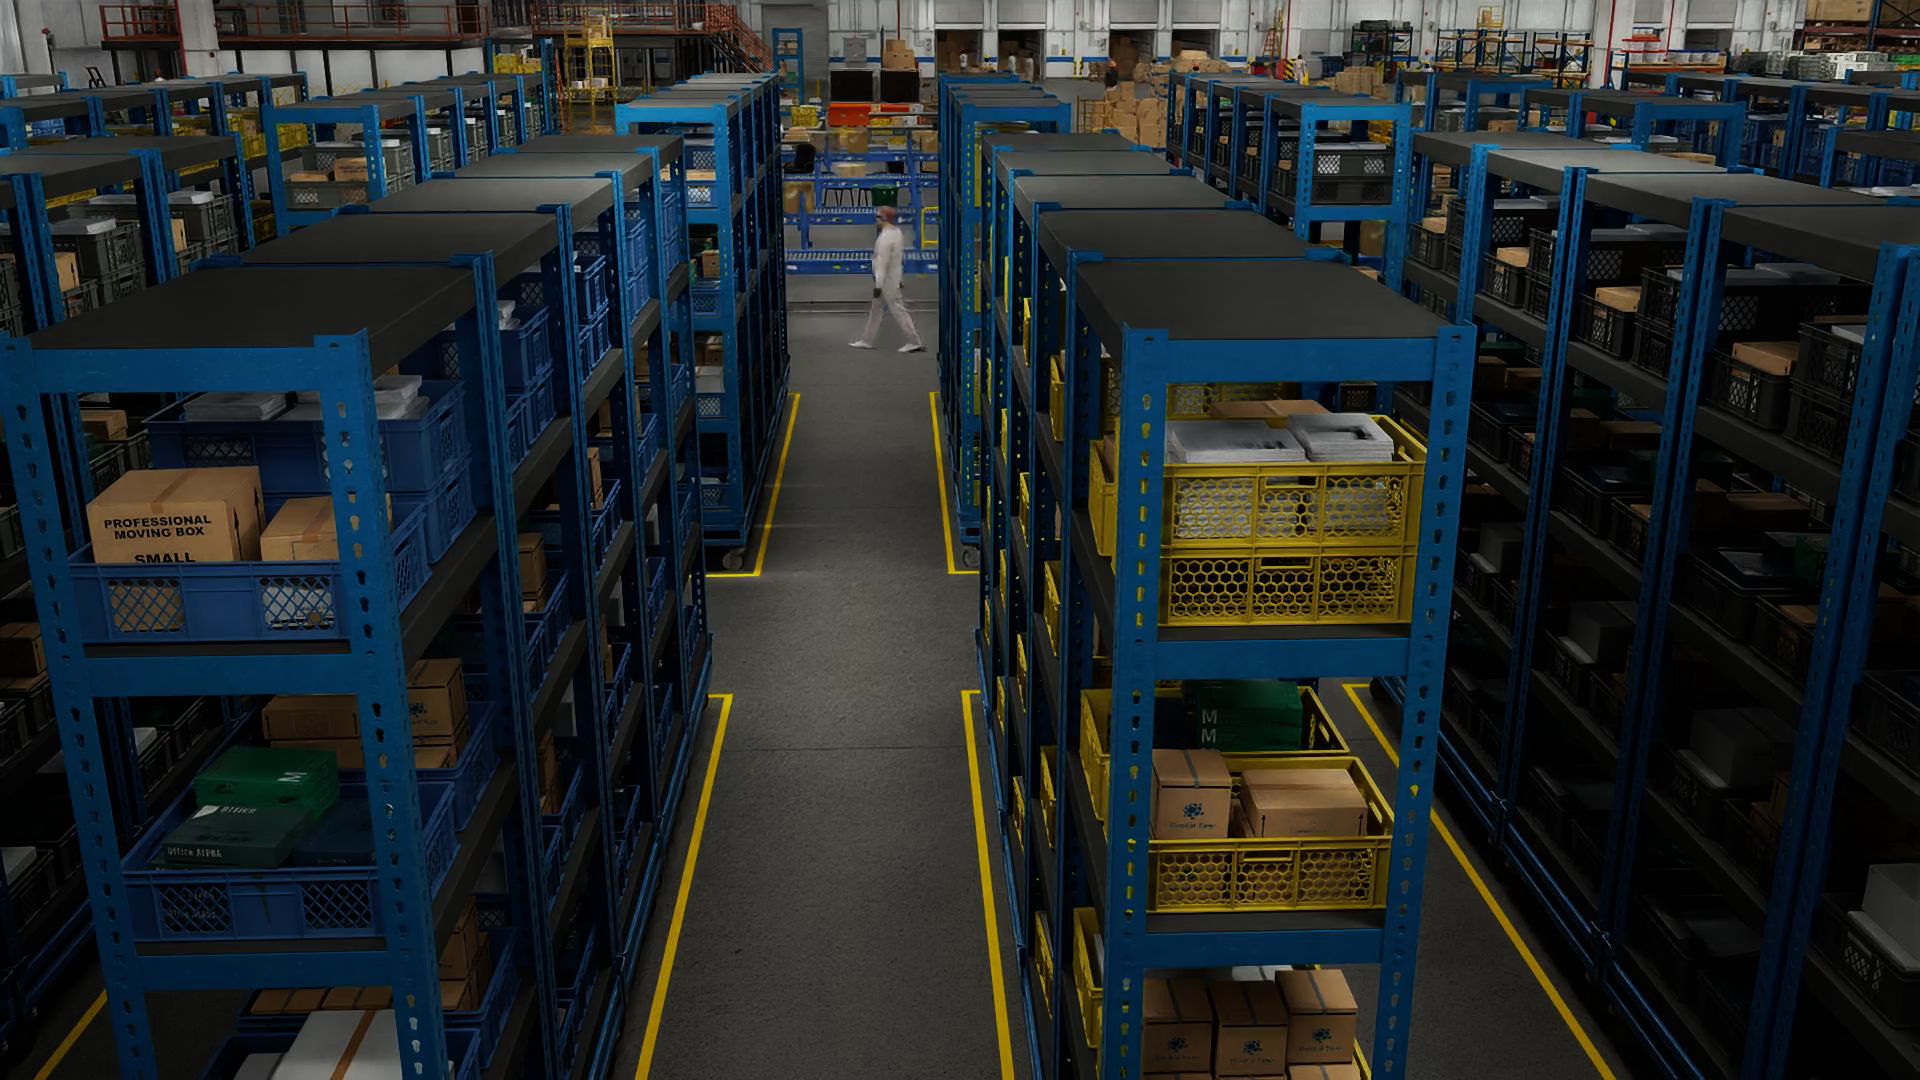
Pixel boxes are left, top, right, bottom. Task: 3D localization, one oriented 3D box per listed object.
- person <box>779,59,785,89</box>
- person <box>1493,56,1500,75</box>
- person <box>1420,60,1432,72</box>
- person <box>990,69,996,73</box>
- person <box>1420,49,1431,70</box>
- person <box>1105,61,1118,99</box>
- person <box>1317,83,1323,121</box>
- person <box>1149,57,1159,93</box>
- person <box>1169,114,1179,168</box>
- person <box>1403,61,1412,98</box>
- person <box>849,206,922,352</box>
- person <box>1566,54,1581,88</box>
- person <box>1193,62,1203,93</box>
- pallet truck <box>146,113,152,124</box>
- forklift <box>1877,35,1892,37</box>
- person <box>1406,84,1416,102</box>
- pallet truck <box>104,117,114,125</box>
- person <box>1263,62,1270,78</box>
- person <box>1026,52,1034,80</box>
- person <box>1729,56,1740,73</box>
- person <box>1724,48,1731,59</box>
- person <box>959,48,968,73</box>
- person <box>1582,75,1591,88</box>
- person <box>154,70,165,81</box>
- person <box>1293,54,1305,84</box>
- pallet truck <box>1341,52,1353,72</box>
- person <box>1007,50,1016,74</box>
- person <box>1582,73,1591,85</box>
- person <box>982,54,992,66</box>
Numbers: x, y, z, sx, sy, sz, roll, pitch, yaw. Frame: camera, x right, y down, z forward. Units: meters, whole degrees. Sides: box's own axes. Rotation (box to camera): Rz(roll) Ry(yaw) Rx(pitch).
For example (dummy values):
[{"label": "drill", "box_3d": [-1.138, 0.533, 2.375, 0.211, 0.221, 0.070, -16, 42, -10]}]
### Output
[{"label": "person", "box_3d": [-8.731, -22.754, 81.364, 0.431, 1.836, 0.619, -5, 19, -15]}, {"label": "person", "box_3d": [26.009, -22.537, 80.693, 0.422, 1.823, 0.552, 14, 22, 36]}, {"label": "person", "box_3d": [20.412, -20.058, 72.883, 0.582, 1.919, 0.400, -7, 19, -20]}, {"label": "person", "box_3d": [1.128, -17.416, 64.855, 0.360, 1.824, 0.742, -14, 23, -37]}, {"label": "person", "box_3d": [25.252, -25.617, 90.110, 0.556, 1.914, 0.742, 1, 18, 2]}, {"label": "person", "box_3d": [6.350, -19.215, 70.197, 0.625, 1.969, 0.837, -8, 20, -25]}, {"label": "person", "box_3d": [11.597, -13.855, 53.840, 0.628, 1.811, 0.652, -1, 18, -4]}, {"label": "person", "box_3d": [9.631, -23.116, 82.620, 0.493, 1.741, 0.309, 4, 18, 11]}, {"label": "person", "box_3d": [5.127, -9.356, 40.014, 0.327, 1.760, 0.523, -3, 18, -9]}, {"label": "person", "box_3d": [20.945, -21.577, 77.929, 0.532, 1.696, 0.318, -9, 20, -25]}, {"label": "person", "box_3d": [-0.927, -3.314, 21.167, 0.980, 1.860, 0.659, 3, 18, 8]}, {"label": "person", "box_3d": [29.613, -22.489, 80.423, 0.662, 1.892, 0.974, 7, 19, 20]}, {"label": "person", "box_3d": [9.289, -17.806, 65.695, 0.615, 2.047, 0.356, 5, 19, 15]}, {"label": "pallet truck", "box_3d": [-18.087, -8.309, 36.390, 1.885, 1.965, 0.823, -1, 18, -4]}, {"label": "forklift", "box_3d": [44.168, -22.911, 80.163, 1.129, 2.768, 1.873, -1, 18, -2]}, {"label": "person", "box_3d": [15.561, -14.951, 57.184, 0.802, 1.839, 0.551, -2, 18, -5]}, {"label": "pallet truck", "box_3d": [-18.367, -7.885, 35.078, 1.885, 1.965, 0.823, 1, 18, 2]}, {"label": "person", "box_3d": [14.012, -20.841, 75.584, 0.670, 1.749, 0.533, -5, 19, -15]}, {"label": "person", "box_3d": [3.536, -23.639, 83.940, 0.472, 1.928, 0.651, -8, 19, -23]}, {"label": "person", "box_3d": [36.654, -22.047, 79.077, 0.756, 1.898, 0.610, -6, 19, -19]}, {"label": "person", "box_3d": [41.548, -25.689, 90.269, 0.357, 1.936, 0.634, 0, 18, 0]}, {"label": "person", "box_3d": [0.180, -26.372, 92.481, 0.540, 1.881, 0.982, -16, 24, -41]}, {"label": "person", "box_3d": [22.110, -15.395, 58.487, 0.906, 1.906, 0.548, -15, 23, -38]}, {"label": "person", "box_3d": [-30.072, -16.722, 62.599, 0.355, 1.887, 0.573, 1, 18, 2]}, {"label": "person", "box_3d": [16.905, -23.268, 82.932, 0.634, 1.840, 0.429, 7, 19, 21]}, {"label": "pallet truck", "box_3d": [18.794, -23.123, 82.231, 0.823, 1.965, 1.885, -13, 22, -35]}, {"label": "person", "box_3d": [2.649, -24.835, 87.686, 0.993, 1.893, 0.645, 16, 24, 40]}, {"label": "person", "box_3d": [24.279, -17.207, 64.419, 0.321, 1.689, 0.530, -6, 19, -18]}, {"label": "person", "box_3d": [1.285, -22.355, 79.965, 0.594, 1.926, 0.367, 13, 22, 35]}]
